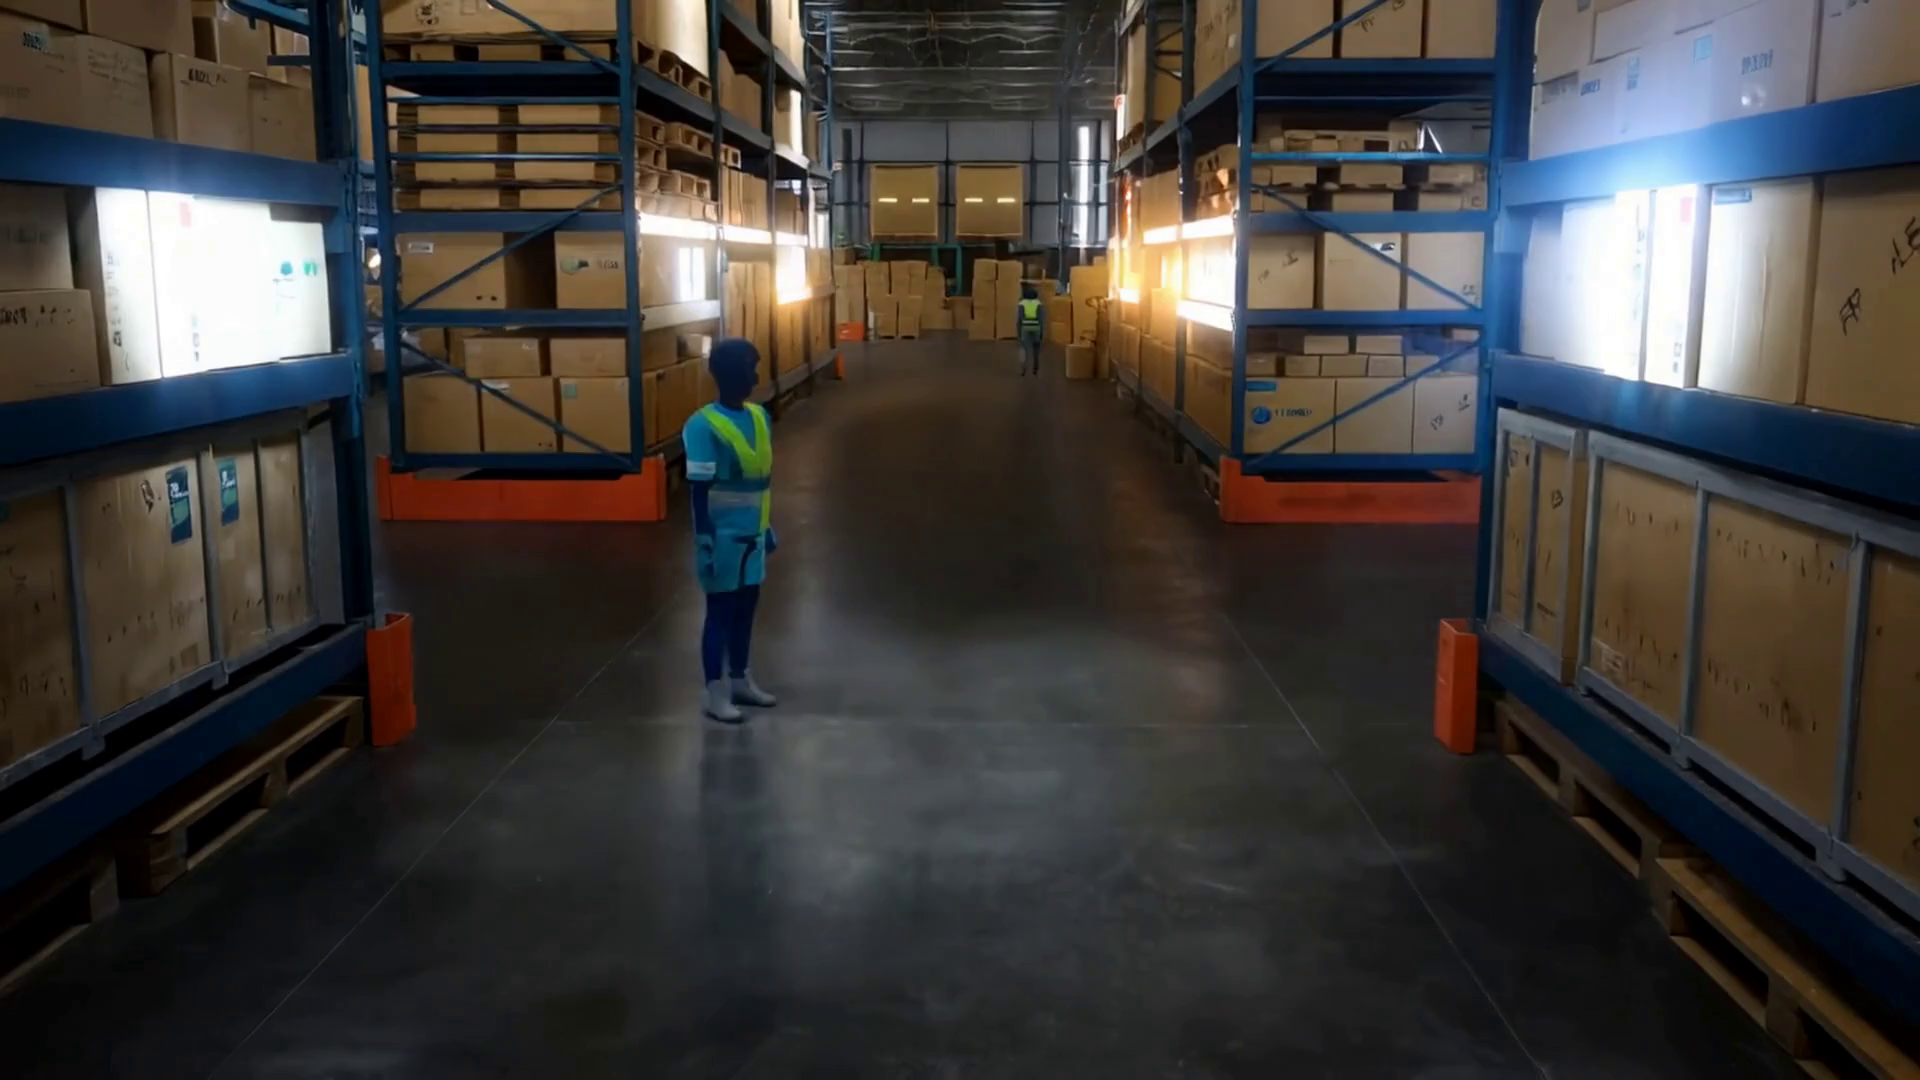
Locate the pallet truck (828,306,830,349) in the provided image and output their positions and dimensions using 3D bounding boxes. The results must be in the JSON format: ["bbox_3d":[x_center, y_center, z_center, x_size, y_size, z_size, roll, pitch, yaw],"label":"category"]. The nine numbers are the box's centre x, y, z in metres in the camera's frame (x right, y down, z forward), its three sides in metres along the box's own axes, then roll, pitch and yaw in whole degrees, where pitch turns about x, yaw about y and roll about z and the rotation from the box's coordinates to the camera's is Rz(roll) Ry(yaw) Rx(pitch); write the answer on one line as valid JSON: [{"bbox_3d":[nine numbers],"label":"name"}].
[{"bbox_3d":[-3.100,-3.940,29.800,1.885,1.965,0.823,3,10,19],"label":"pallet truck"}]

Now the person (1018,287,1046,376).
[{"bbox_3d":[1.280,-3.739,29.832,0.516,1.582,0.902,2,10,12],"label":"person"}]

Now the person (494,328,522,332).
[{"bbox_3d":[-5.838,-2.619,22.210,0.631,1.881,0.893,1,9,3],"label":"person"}]

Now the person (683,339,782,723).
[{"bbox_3d":[-0.977,-0.039,7.393,0.367,1.694,0.581,6,11,30],"label":"person"}]

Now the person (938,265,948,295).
[{"bbox_3d":[-0.656,-8.889,59.634,0.377,1.932,0.552,5,11,29],"label":"person"}]

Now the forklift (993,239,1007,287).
[{"bbox_3d":[1.389,-8.923,57.013,1.873,2.768,1.129,-1,9,-3],"label":"forklift"}]

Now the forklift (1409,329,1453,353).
[{"bbox_3d":[10.912,-5.613,37.182,1.129,2.768,1.873,-3,10,-15],"label":"forklift"}]
